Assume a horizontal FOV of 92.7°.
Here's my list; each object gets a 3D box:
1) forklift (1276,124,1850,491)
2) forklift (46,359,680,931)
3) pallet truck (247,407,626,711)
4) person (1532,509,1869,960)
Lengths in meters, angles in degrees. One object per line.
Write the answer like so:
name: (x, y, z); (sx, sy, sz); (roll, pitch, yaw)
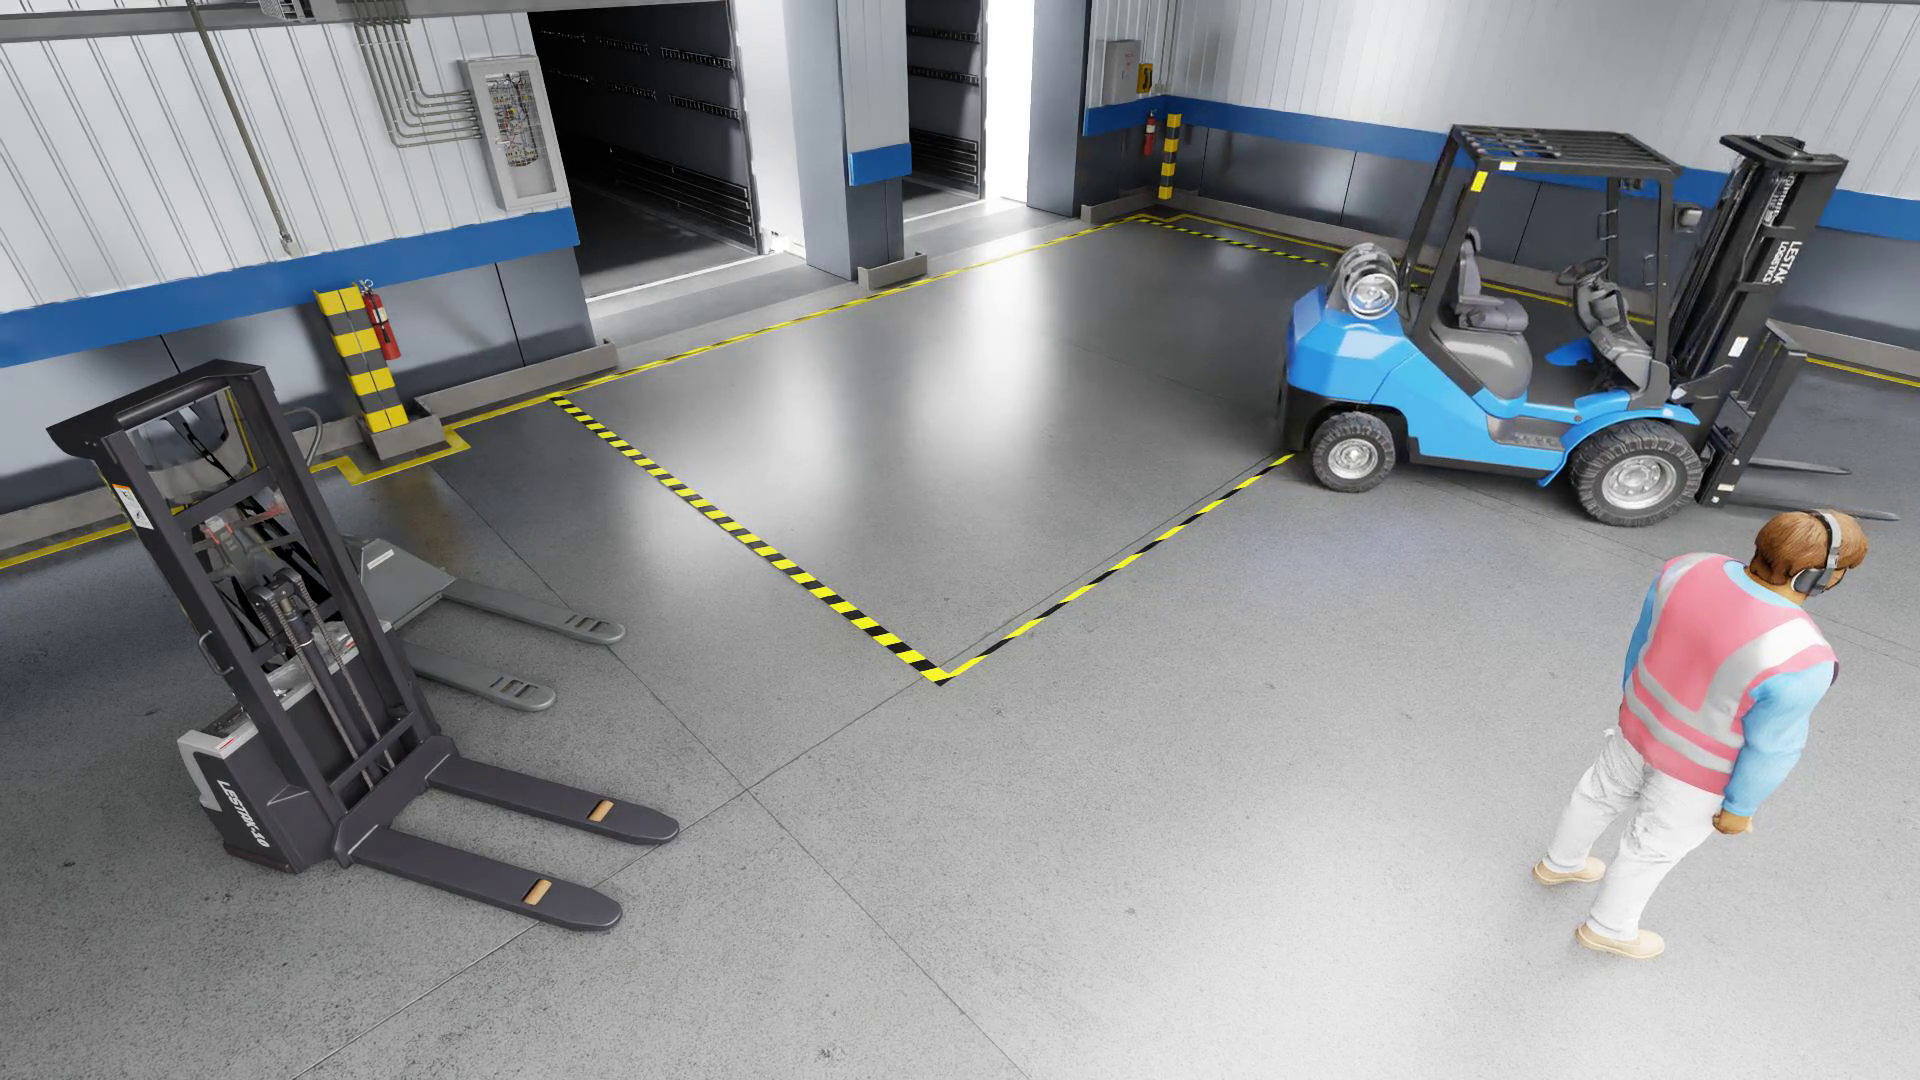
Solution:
forklift: (3.593, -1.506, 5.873); (2.680, 2.036, 1.157); (9, 35, 13)
forklift: (-2.135, 0.422, 3.354); (1.885, 1.965, 0.823); (10, 35, 14)
pallet truck: (-2.628, 0.038, 4.590); (1.601, 1.201, 0.680); (12, 36, 18)
person: (2.460, 0.688, 3.100); (0.429, 1.844, 0.626); (-1, 34, -2)
